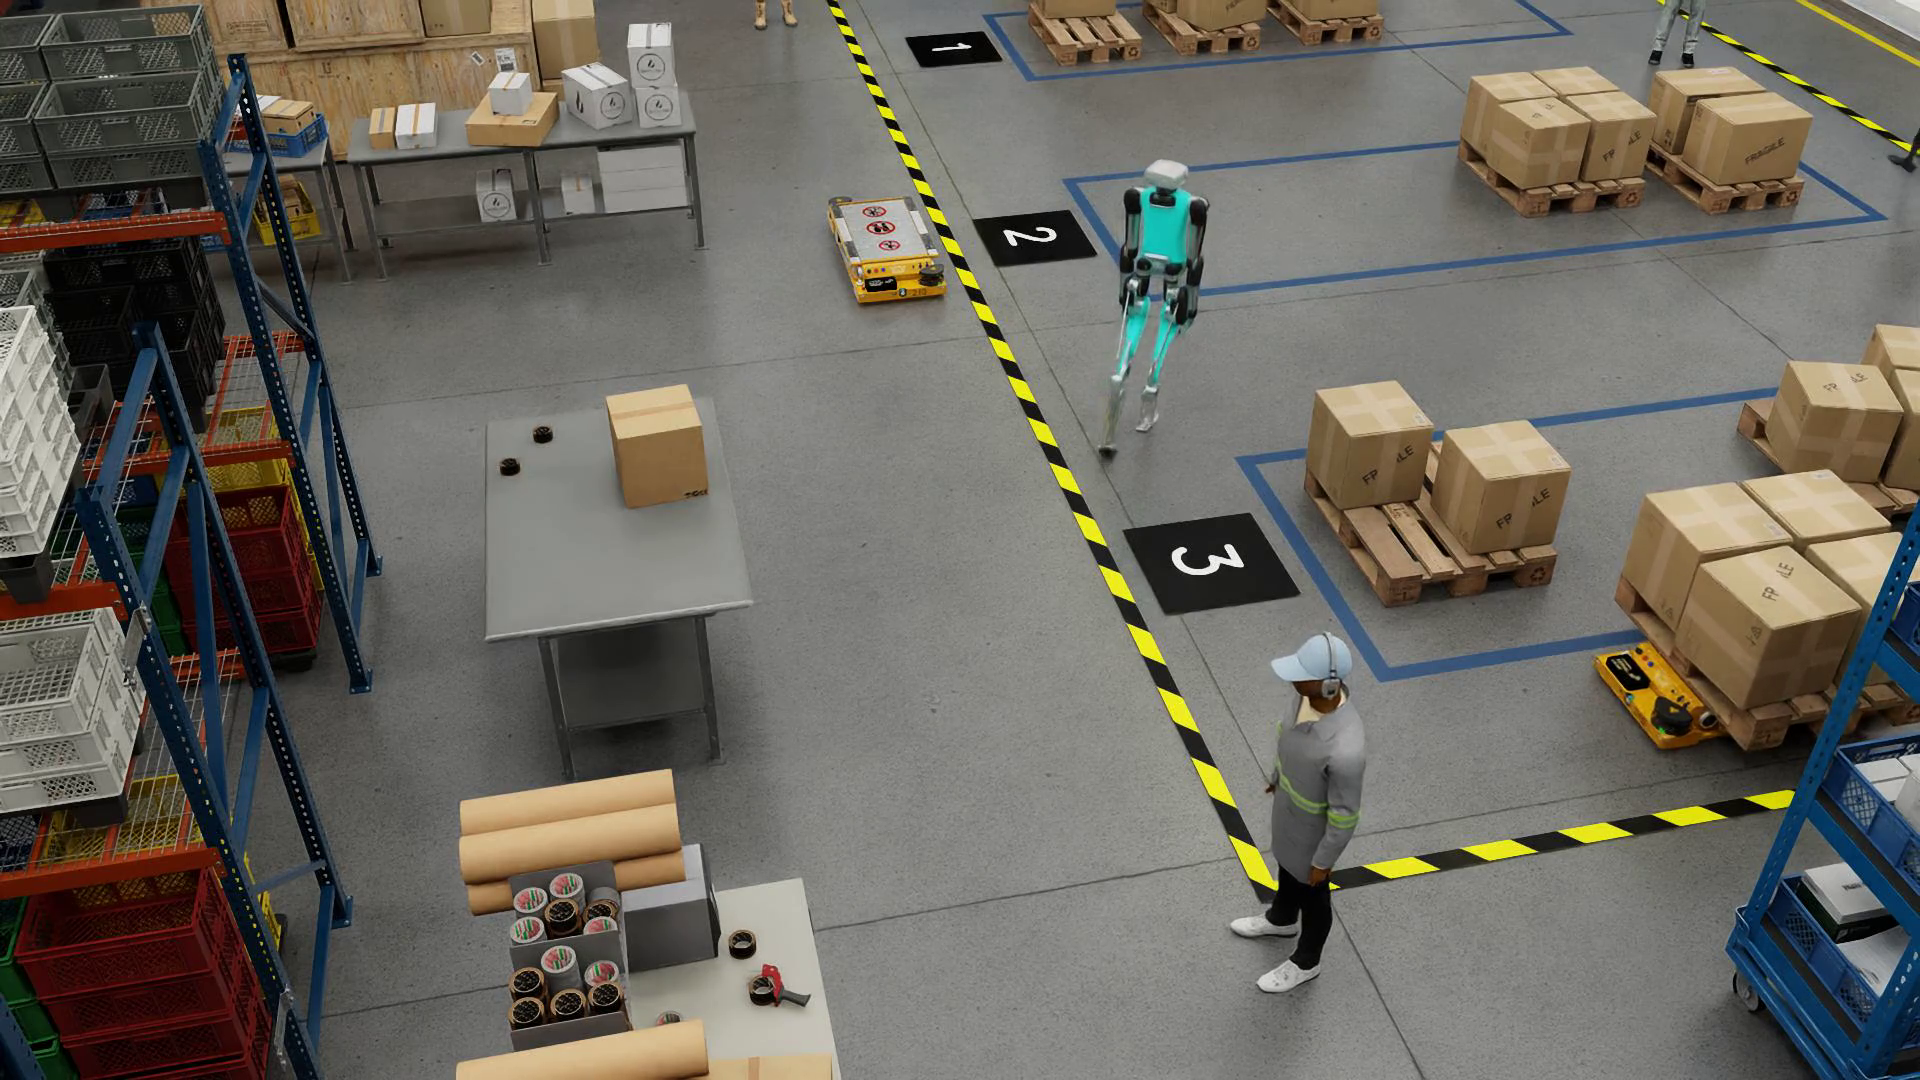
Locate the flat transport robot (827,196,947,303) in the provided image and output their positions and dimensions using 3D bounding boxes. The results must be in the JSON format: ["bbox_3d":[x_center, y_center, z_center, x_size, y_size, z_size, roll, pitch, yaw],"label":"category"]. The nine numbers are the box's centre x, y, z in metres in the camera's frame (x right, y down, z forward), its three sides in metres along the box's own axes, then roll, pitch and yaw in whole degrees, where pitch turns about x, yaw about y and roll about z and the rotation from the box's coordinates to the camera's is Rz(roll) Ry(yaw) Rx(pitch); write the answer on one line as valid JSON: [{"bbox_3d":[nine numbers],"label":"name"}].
[{"bbox_3d":[-0.570,-2.220,12.538,0.659,0.231,1.431,-8,37,-10],"label":"flat transport robot"}]

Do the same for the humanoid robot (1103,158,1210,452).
[{"bbox_3d":[1.124,-1.355,10.160,0.544,1.802,0.820,17,40,21],"label":"humanoid robot"}]

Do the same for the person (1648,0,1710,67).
[{"bbox_3d":[6.809,-5.293,15.356,0.600,1.830,0.404,10,38,13],"label":"person"}]

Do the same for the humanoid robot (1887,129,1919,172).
[{"bbox_3d":[8.068,-3.706,13.368,0.614,1.632,0.646,-15,39,-19],"label":"humanoid robot"}]

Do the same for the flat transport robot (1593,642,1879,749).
[{"bbox_3d":[4.110,0.689,8.604,1.431,0.197,0.652,-8,37,-10],"label":"flat transport robot"}]

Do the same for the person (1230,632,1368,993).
[{"bbox_3d":[1.375,1.108,6.739,0.401,1.851,0.590,-6,37,-8],"label":"person"}]

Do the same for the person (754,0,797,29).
[{"bbox_3d":[-1.842,-6.000,16.134,0.614,2.040,0.369,-8,37,-10],"label":"person"}]
